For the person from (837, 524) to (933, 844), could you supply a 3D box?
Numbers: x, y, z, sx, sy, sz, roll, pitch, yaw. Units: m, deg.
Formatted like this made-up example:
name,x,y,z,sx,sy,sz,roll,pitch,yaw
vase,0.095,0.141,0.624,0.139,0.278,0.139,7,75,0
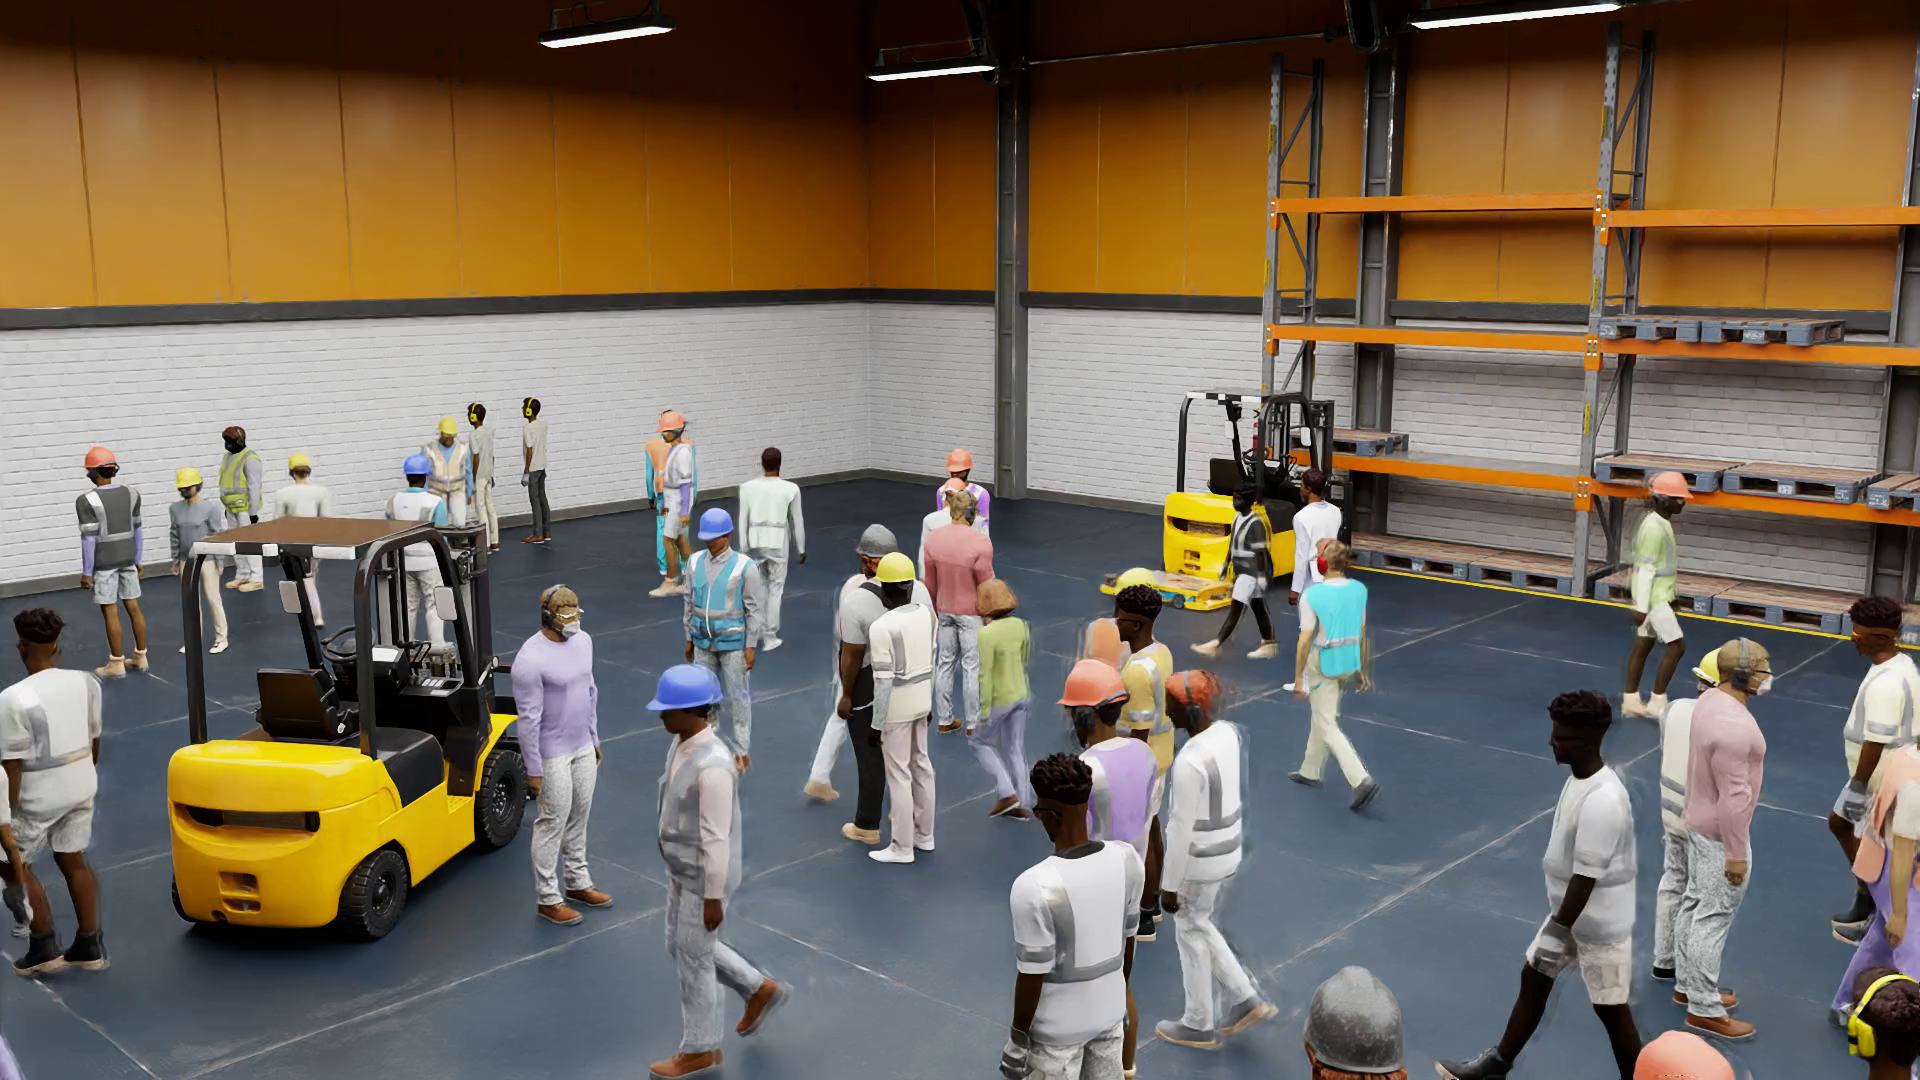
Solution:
name,x,y,z,sx,sy,sz,roll,pitch,yaw
person,-0.534,0.901,10.616,0.673,2.000,0.535,-8,13,-39

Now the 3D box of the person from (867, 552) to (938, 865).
name,x,y,z,sx,sy,sz,roll,pitch,yaw
person,-0.371,1.030,10.206,0.388,1.926,0.590,7,12,35

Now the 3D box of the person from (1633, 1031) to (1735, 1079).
name,x,y,z,sx,sy,sz,roll,pitch,yaw
person,1.763,2.151,4.055,0.582,1.871,0.915,-9,14,-43

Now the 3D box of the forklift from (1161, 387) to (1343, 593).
name,x,y,z,sx,sy,sz,roll,pitch,yaw
forklift,3.298,-0.608,18.767,1.214,2.155,2.313,9,13,42

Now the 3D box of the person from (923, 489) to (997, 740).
name,x,y,z,sx,sy,sz,roll,pitch,yaw
person,0.014,0.575,12.778,0.627,1.934,0.371,7,12,34

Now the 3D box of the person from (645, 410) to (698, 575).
name,x,y,z,sx,sy,sz,roll,pitch,yaw
person,-3.329,-0.541,19.208,0.587,1.911,0.397,0,10,0

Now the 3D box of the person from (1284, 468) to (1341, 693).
name,x,y,z,sx,sy,sz,roll,pitch,yaw
person,3.008,0.348,14.108,0.396,1.919,0.590,9,14,43

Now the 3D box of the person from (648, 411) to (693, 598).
name,x,y,z,sx,sy,sz,roll,pitch,yaw
person,-3.114,-0.381,17.963,0.566,2.024,0.657,-3,10,-17

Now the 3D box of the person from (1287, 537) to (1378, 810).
name,x,y,z,sx,sy,sz,roll,pitch,yaw
person,2.564,0.892,11.335,0.572,1.815,0.880,-6,12,-32

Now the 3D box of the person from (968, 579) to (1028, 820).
name,x,y,z,sx,sy,sz,roll,pitch,yaw
person,0.268,1.061,10.909,0.386,1.610,0.563,7,12,34

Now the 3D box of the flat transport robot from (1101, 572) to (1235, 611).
name,x,y,z,sx,sy,sz,roll,pitch,yaw
flat transport robot,2.272,0.520,17.817,1.431,0.197,0.652,9,14,43

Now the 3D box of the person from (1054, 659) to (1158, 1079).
name,x,y,z,sx,sy,sz,roll,pitch,yaw
person,0.584,1.515,7.169,0.410,2.030,0.612,8,13,39

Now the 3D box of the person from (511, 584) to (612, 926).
name,x,y,z,sx,sy,sz,roll,pitch,yaw
person,-2.233,1.188,9.311,0.376,1.930,0.636,4,11,21

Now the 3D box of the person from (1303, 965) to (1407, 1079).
name,x,y,z,sx,sy,sz,roll,pitch,yaw
person,0.939,2.031,4.180,0.682,2.000,0.537,-1,10,-7

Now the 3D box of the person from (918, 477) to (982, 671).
name,x,y,z,sx,sy,sz,roll,pitch,yaw
person,-0.066,0.305,14.923,0.587,1.725,0.623,-3,10,-16

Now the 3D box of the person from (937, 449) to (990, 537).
name,x,y,z,sx,sy,sz,roll,pitch,yaw
person,0.010,0.109,15.441,0.543,1.931,0.387,5,11,26

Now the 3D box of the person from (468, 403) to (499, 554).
name,x,y,z,sx,sy,sz,roll,pitch,yaw
person,-5.930,-0.760,20.561,0.313,1.869,0.538,2,10,13

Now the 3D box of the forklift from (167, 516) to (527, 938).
name,x,y,z,sx,sy,sz,roll,pitch,yaw
forklift,-3.583,0.976,9.748,1.214,2.155,2.313,2,10,11

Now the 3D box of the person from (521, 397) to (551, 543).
name,x,y,z,sx,sy,sz,roll,pitch,yaw
person,-5.460,-0.894,21.310,0.328,1.877,0.512,2,10,13

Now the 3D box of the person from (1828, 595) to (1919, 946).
name,x,y,z,sx,sy,sz,roll,pitch,yaw
person,4.872,1.245,8.921,0.488,1.943,0.635,7,12,34

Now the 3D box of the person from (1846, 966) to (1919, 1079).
name,x,y,z,sx,sy,sz,roll,pitch,yaw
person,2.456,2.066,4.516,0.511,1.858,0.325,-2,10,-10

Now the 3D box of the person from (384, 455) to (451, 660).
name,x,y,z,sx,sy,sz,roll,pitch,yaw
person,-4.830,0.205,14.884,0.618,1.933,0.415,3,10,17

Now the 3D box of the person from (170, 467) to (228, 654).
name,x,y,z,sx,sy,sz,roll,pitch,yaw
person,-7.089,0.193,15.459,0.535,1.760,0.344,2,10,12

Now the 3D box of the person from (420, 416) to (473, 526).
name,x,y,z,sx,sy,sz,roll,pitch,yaw
person,-6.025,-0.551,19.553,0.603,1.800,0.682,-4,11,-21

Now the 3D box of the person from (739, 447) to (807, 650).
name,x,y,z,sx,sy,sz,roll,pitch,yaw
person,-1.756,0.073,15.815,0.587,1.869,0.748,3,10,16

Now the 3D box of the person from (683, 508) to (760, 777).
name,x,y,z,sx,sy,sz,roll,pitch,yaw
person,-1.716,0.722,11.909,0.602,1.944,0.397,4,11,22

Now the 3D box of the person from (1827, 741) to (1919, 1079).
name,x,y,z,sx,sy,sz,roll,pitch,yaw
person,4.288,1.571,7.543,0.535,1.792,0.763,6,12,31

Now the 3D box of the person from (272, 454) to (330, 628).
name,x,y,z,sx,sy,sz,roll,pitch,yaw
person,-6.602,-0.002,16.661,0.900,1.718,0.537,10,14,44

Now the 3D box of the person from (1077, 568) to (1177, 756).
name,x,y,z,sx,sy,sz,roll,pitch,yaw
person,1.047,1.096,9.917,0.788,1.895,0.598,-6,12,-31

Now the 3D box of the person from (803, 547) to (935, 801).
name,x,y,z,sx,sy,sz,roll,pitch,yaw
person,-0.640,0.909,11.338,0.950,1.796,0.651,-7,12,-33

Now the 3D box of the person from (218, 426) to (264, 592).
name,x,y,z,sx,sy,sz,roll,pitch,yaw
person,-7.914,-0.350,18.339,0.639,1.831,0.429,8,13,40

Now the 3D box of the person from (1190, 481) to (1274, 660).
name,x,y,z,sx,sy,sz,roll,pitch,yaw
person,2.478,0.295,15.107,0.879,1.654,0.544,-1,10,-8

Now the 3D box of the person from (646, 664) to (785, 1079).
name,x,y,z,sx,sy,sz,roll,pitch,yaw
person,-1.134,1.492,7.575,0.582,1.930,0.607,-4,11,-22

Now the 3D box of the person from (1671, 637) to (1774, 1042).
name,x,y,z,sx,sy,sz,roll,pitch,yaw
person,3.664,1.412,8.001,0.356,1.936,0.634,2,10,13

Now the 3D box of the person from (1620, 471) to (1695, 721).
name,x,y,z,sx,sy,sz,roll,pitch,yaw
person,5.601,0.460,13.160,0.630,2.025,0.610,4,11,21

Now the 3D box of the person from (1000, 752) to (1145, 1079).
name,x,y,z,sx,sy,sz,roll,pitch,yaw
person,0.400,1.734,6.104,0.603,1.959,0.375,-9,13,-40

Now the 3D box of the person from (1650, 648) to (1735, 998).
name,x,y,z,sx,sy,sz,roll,pitch,yaw
person,3.717,1.419,8.303,0.403,1.820,0.602,-2,10,-12

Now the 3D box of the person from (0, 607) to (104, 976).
name,x,y,z,sx,sy,sz,roll,pitch,yaw
person,-4.755,1.308,8.582,0.531,1.932,0.659,3,10,18

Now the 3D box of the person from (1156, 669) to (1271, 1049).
name,x,y,z,sx,sy,sz,roll,pitch,yaw
person,1.139,1.495,7.725,0.459,1.865,0.597,5,11,28

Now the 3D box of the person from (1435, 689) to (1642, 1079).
name,x,y,z,sx,sy,sz,roll,pitch,yaw
person,2.534,1.583,7.089,0.967,1.918,0.615,2,10,9

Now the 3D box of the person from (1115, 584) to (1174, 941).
name,x,y,z,sx,sy,sz,roll,pitch,yaw
person,0.978,1.206,9.089,0.364,1.965,0.609,3,10,17

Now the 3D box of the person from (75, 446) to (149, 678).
name,x,y,z,sx,sy,sz,roll,pitch,yaw
person,-7.476,0.195,14.626,0.396,2.042,0.610,5,11,24

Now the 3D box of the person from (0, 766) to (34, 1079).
name,x,y,z,sx,sy,sz,roll,pitch,yaw
person,-4.441,1.595,7.317,0.923,1.810,0.531,7,12,35
